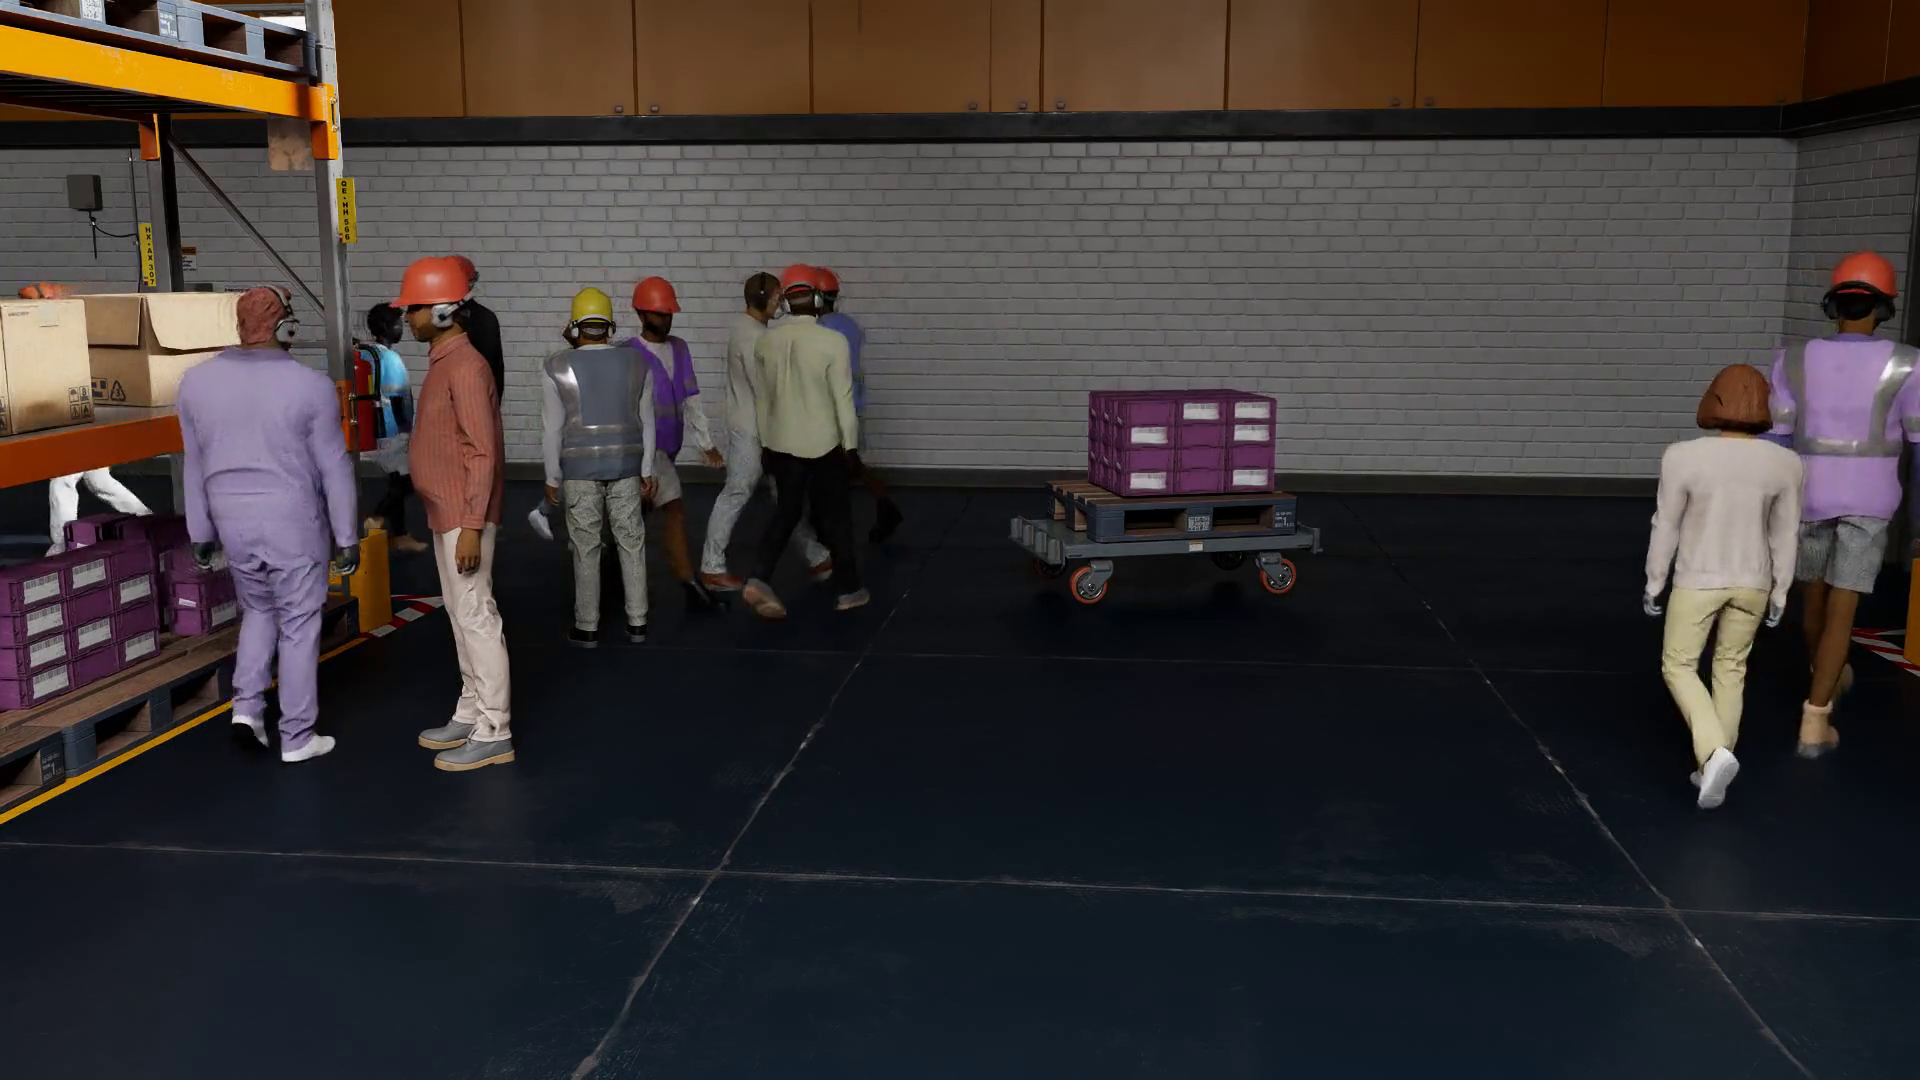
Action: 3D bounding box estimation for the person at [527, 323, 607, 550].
[{"bbox_3d":[-2.608,-0.715,11.144,0.493,1.610,0.526,-7,12,-35],"label":"person"}]

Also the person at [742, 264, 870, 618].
[{"bbox_3d":[-0.863,-0.537,9.173,0.692,1.956,0.853,5,11,25],"label":"person"}]

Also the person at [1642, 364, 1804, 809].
[{"bbox_3d":[2.742,0.184,5.953,0.506,1.618,0.577,1,10,5],"label":"person"}]

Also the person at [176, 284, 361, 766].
[{"bbox_3d":[-2.666,-0.048,6.516,0.667,1.888,0.436,1,10,8],"label":"person"}]

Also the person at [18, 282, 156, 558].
[{"bbox_3d":[-5.474,-0.712,10.512,0.614,1.836,0.950,10,14,43],"label":"person"}]

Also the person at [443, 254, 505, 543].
[{"bbox_3d":[-3.388,-0.955,11.415,0.623,1.992,0.396,7,12,36],"label":"person"}]

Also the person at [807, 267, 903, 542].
[{"bbox_3d":[-0.803,-0.913,11.434,0.829,1.913,0.562,9,13,41],"label":"person"}]

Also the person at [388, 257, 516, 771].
[{"bbox_3d":[-1.981,-0.099,6.517,0.398,1.990,0.622,-5,11,-26],"label":"person"}]

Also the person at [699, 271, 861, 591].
[{"bbox_3d":[-1.120,-0.631,9.856,0.980,1.890,0.653,0,10,-2],"label":"person"}]

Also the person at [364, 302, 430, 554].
[{"bbox_3d":[-3.740,-0.714,10.902,0.425,1.684,0.545,-6,12,-32],"label":"person"}]

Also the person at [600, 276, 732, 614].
[{"bbox_3d":[-1.758,-0.543,9.413,1.032,1.886,0.559,5,11,27],"label":"person"}]

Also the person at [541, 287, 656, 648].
[{"bbox_3d":[-1.843,-0.365,8.493,0.587,1.835,0.404,-5,11,-26],"label":"person"}]

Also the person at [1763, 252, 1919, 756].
[{"bbox_3d":[3.684,-0.166,6.856,0.631,2.001,0.986,10,14,44],"label":"person"}]
